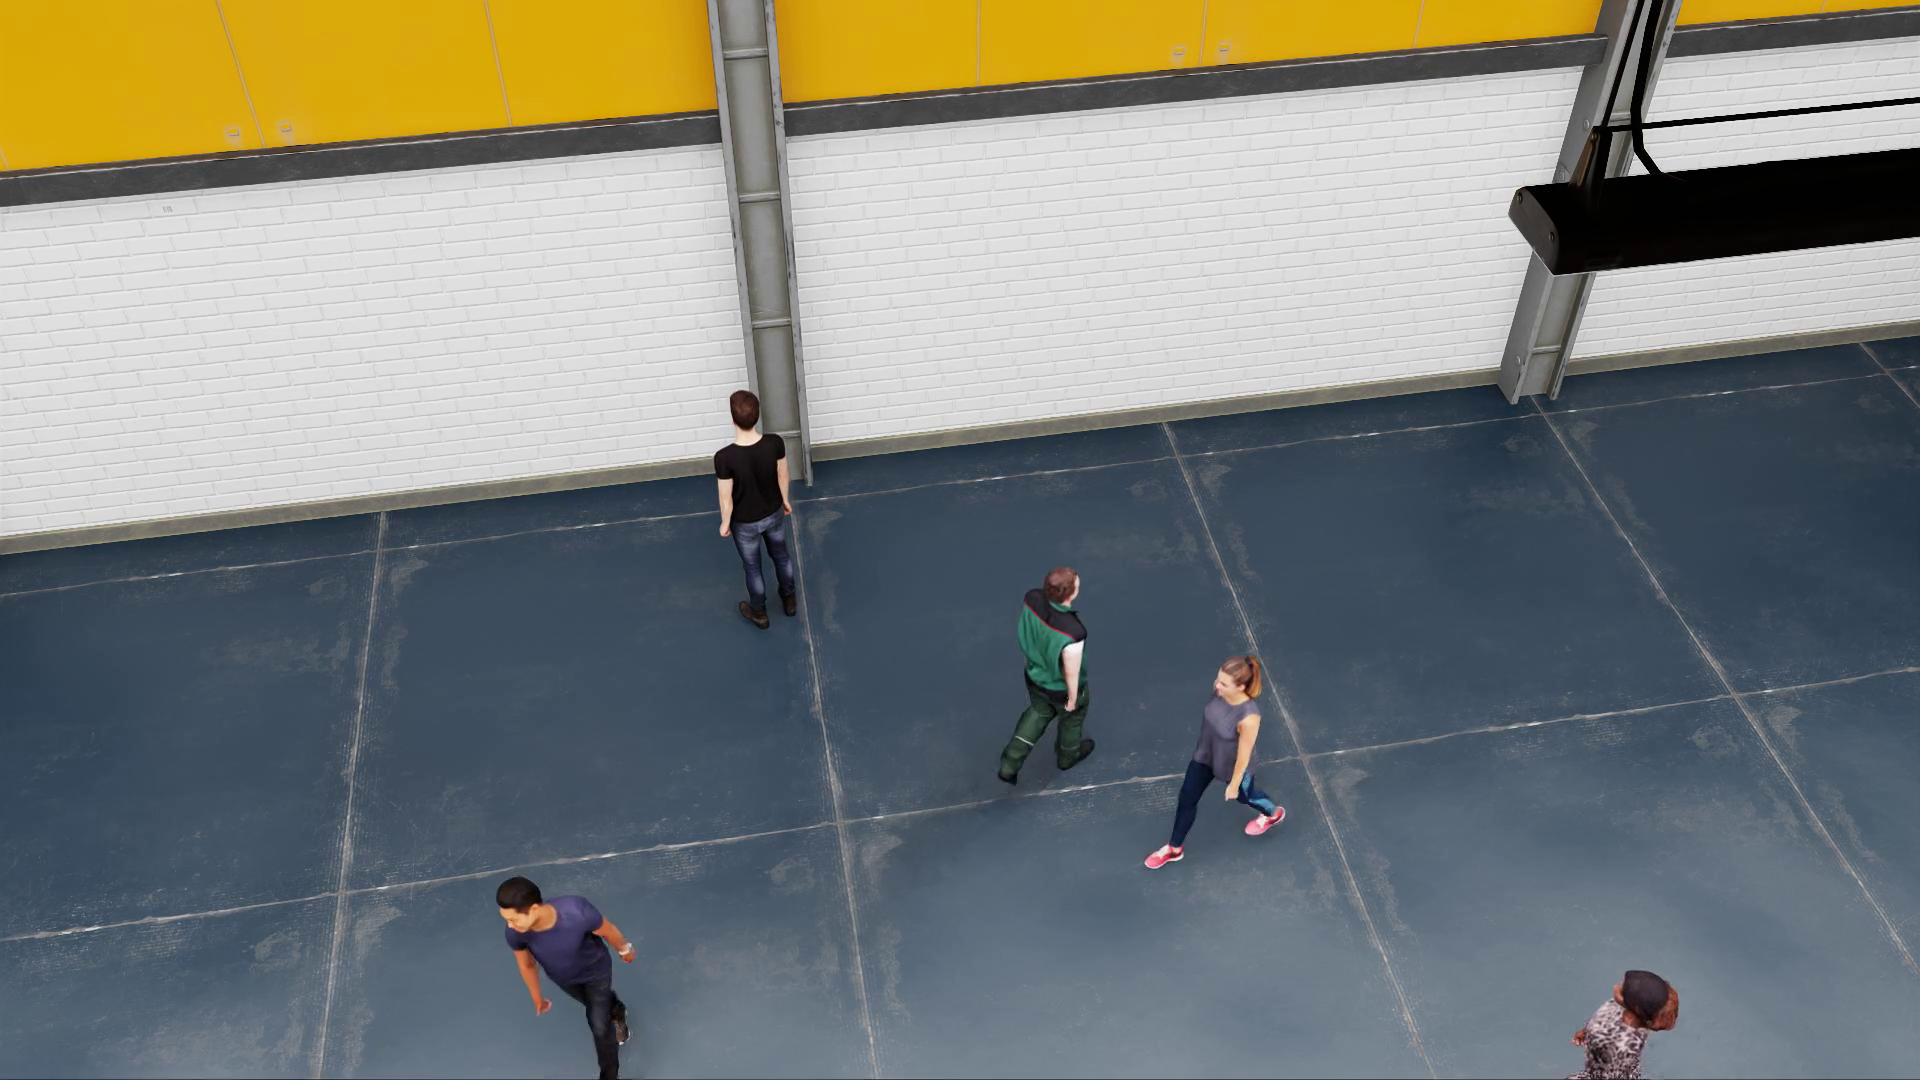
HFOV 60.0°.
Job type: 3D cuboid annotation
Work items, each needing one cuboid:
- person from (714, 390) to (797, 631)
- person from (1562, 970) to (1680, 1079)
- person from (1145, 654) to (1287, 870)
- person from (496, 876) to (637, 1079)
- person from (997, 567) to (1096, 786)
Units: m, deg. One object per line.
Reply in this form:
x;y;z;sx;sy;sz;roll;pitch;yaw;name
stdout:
-1.336;-0.181;10.974;0.621;1.896;0.790;-21;47;-20;person
3.235;2.666;8.131;0.874;1.696;0.816;27;50;25;person
1.617;1.264;9.612;1.216;1.683;0.800;-18;47;-18;person
-1.941;2.170;8.631;0.958;1.724;0.895;-5;44;-6;person
0.516;0.835;9.960;1.100;1.825;0.978;-33;53;-30;person
